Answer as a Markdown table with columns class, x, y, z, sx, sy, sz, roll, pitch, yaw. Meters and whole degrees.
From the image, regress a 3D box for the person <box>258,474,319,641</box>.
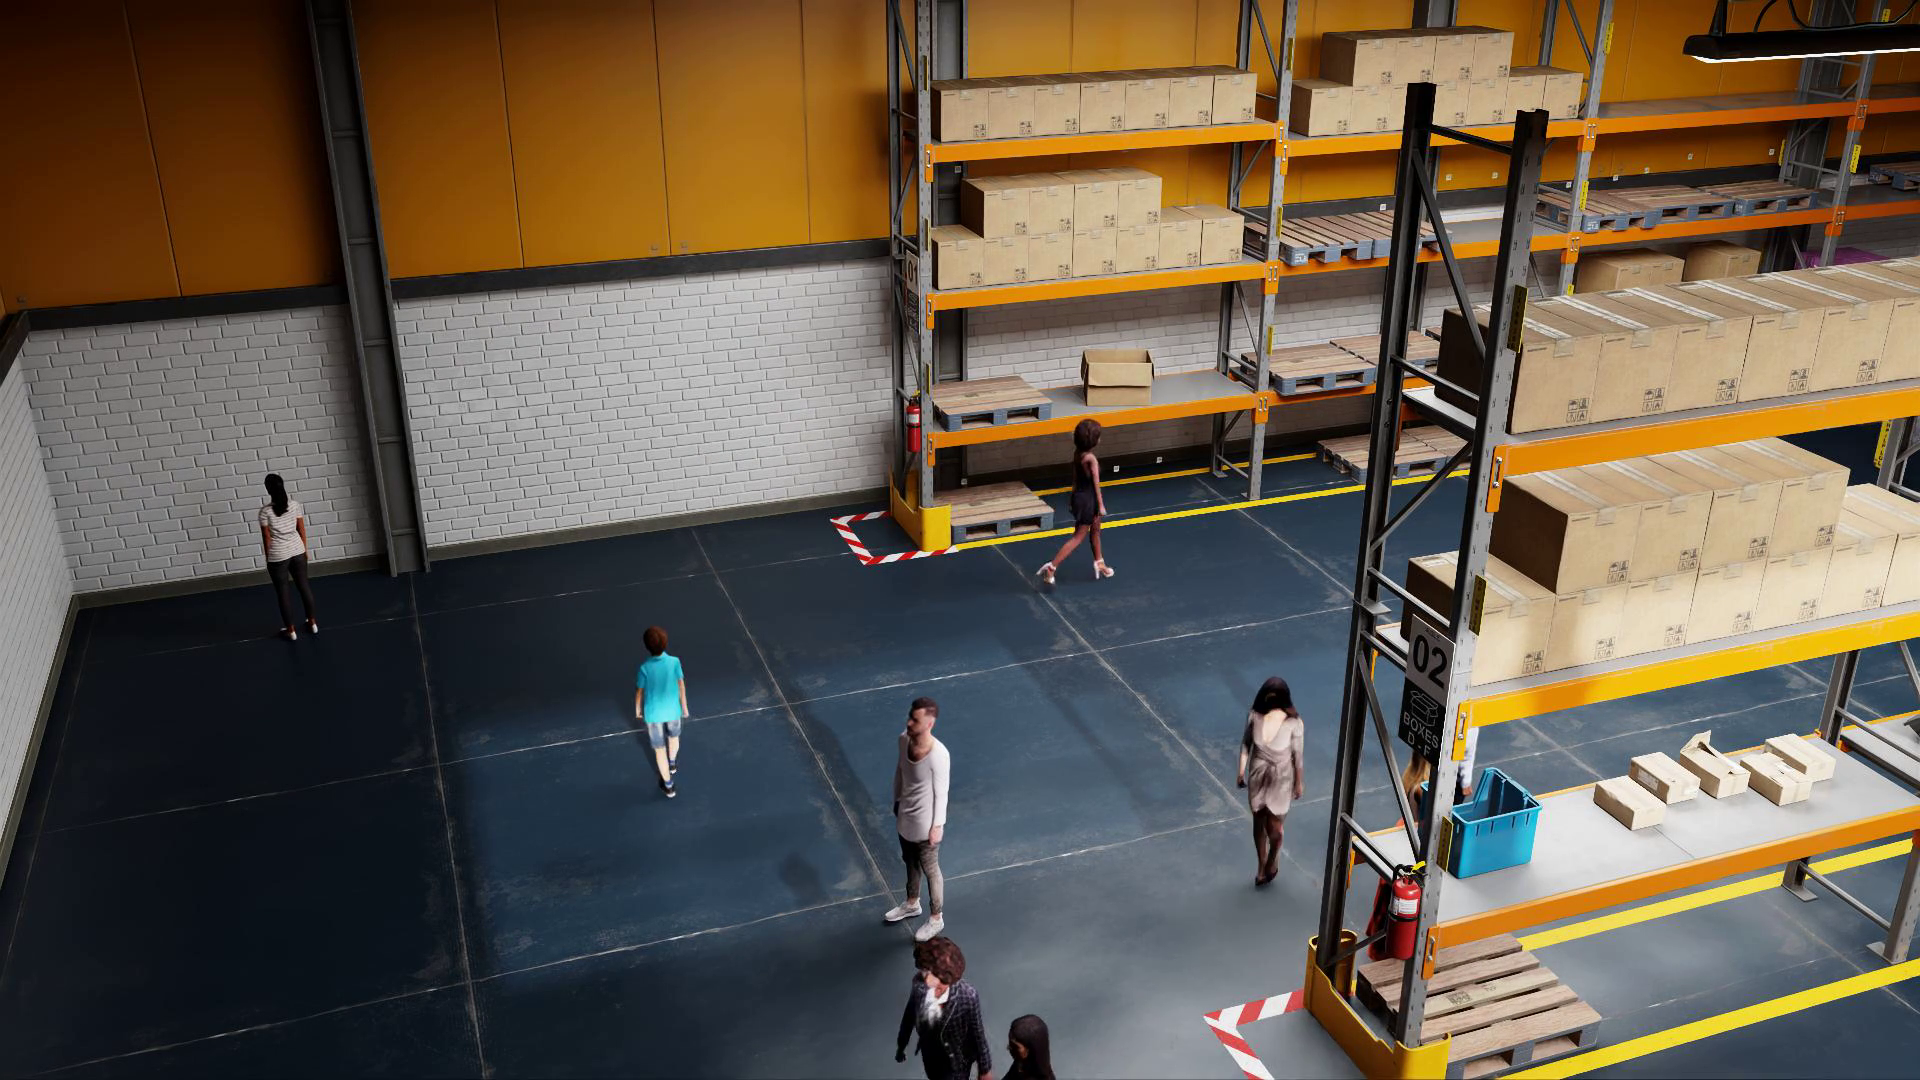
| class | x | y | z | sx | sy | sz | roll | pitch | yaw |
| --- | --- | --- | --- | --- | --- | --- | --- | --- | --- |
| person | -6.395 | 0.145 | 15.806 | 0.696 | 1.643 | 0.585 | 21 | 31 | 39 |

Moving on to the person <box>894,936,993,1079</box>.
| class | x | y | z | sx | sy | sz | roll | pitch | yaw |
| --- | --- | --- | --- | --- | --- | --- | --- | --- | --- |
| person | -0.028 | 2.913 | 9.447 | 0.946 | 1.665 | 1.015 | 19 | 30 | 37 |

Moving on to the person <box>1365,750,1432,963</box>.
| class | x | y | z | sx | sy | sz | roll | pitch | yaw |
| --- | --- | --- | --- | --- | --- | --- | --- | --- | --- |
| person | 3.026 | 2.078 | 11.188 | 0.757 | 1.800 | 0.726 | 5 | 24 | 11 |

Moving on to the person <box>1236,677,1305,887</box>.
| class | x | y | z | sx | sy | sz | roll | pitch | yaw |
| --- | --- | --- | --- | --- | --- | --- | --- | --- | --- |
| person | 2.284 | 1.725 | 12.083 | 0.737 | 1.730 | 0.780 | 14 | 27 | 29 |

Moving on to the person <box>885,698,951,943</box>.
| class | x | y | z | sx | sy | sz | roll | pitch | yaw |
| --- | --- | --- | --- | --- | --- | --- | --- | --- | --- |
| person | -0.276 | 1.902 | 11.541 | 0.701 | 1.841 | 0.743 | -19 | 30 | -37 |

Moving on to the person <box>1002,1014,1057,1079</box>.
| class | x | y | z | sx | sy | sz | roll | pitch | yaw |
| --- | --- | --- | --- | --- | --- | --- | --- | --- | --- |
| person | 0.433 | 3.196 | 8.683 | 0.707 | 1.758 | 0.631 | -6 | 24 | -13 |

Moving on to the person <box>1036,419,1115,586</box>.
| class | x | y | z | sx | sy | sz | roll | pitch | yaw |
| --- | --- | --- | --- | --- | --- | --- | --- | --- | --- |
| person | 1.181 | -0.322 | 16.738 | 1.090 | 1.753 | 0.557 | -7 | 25 | -16 |

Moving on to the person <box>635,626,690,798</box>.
| class | x | y | z | sx | sy | sz | roll | pitch | yaw |
| --- | --- | --- | --- | --- | --- | --- | --- | --- | --- |
| person | -2.351 | 1.381 | 13.240 | 0.754 | 1.433 | 0.657 | -11 | 26 | -24 |
